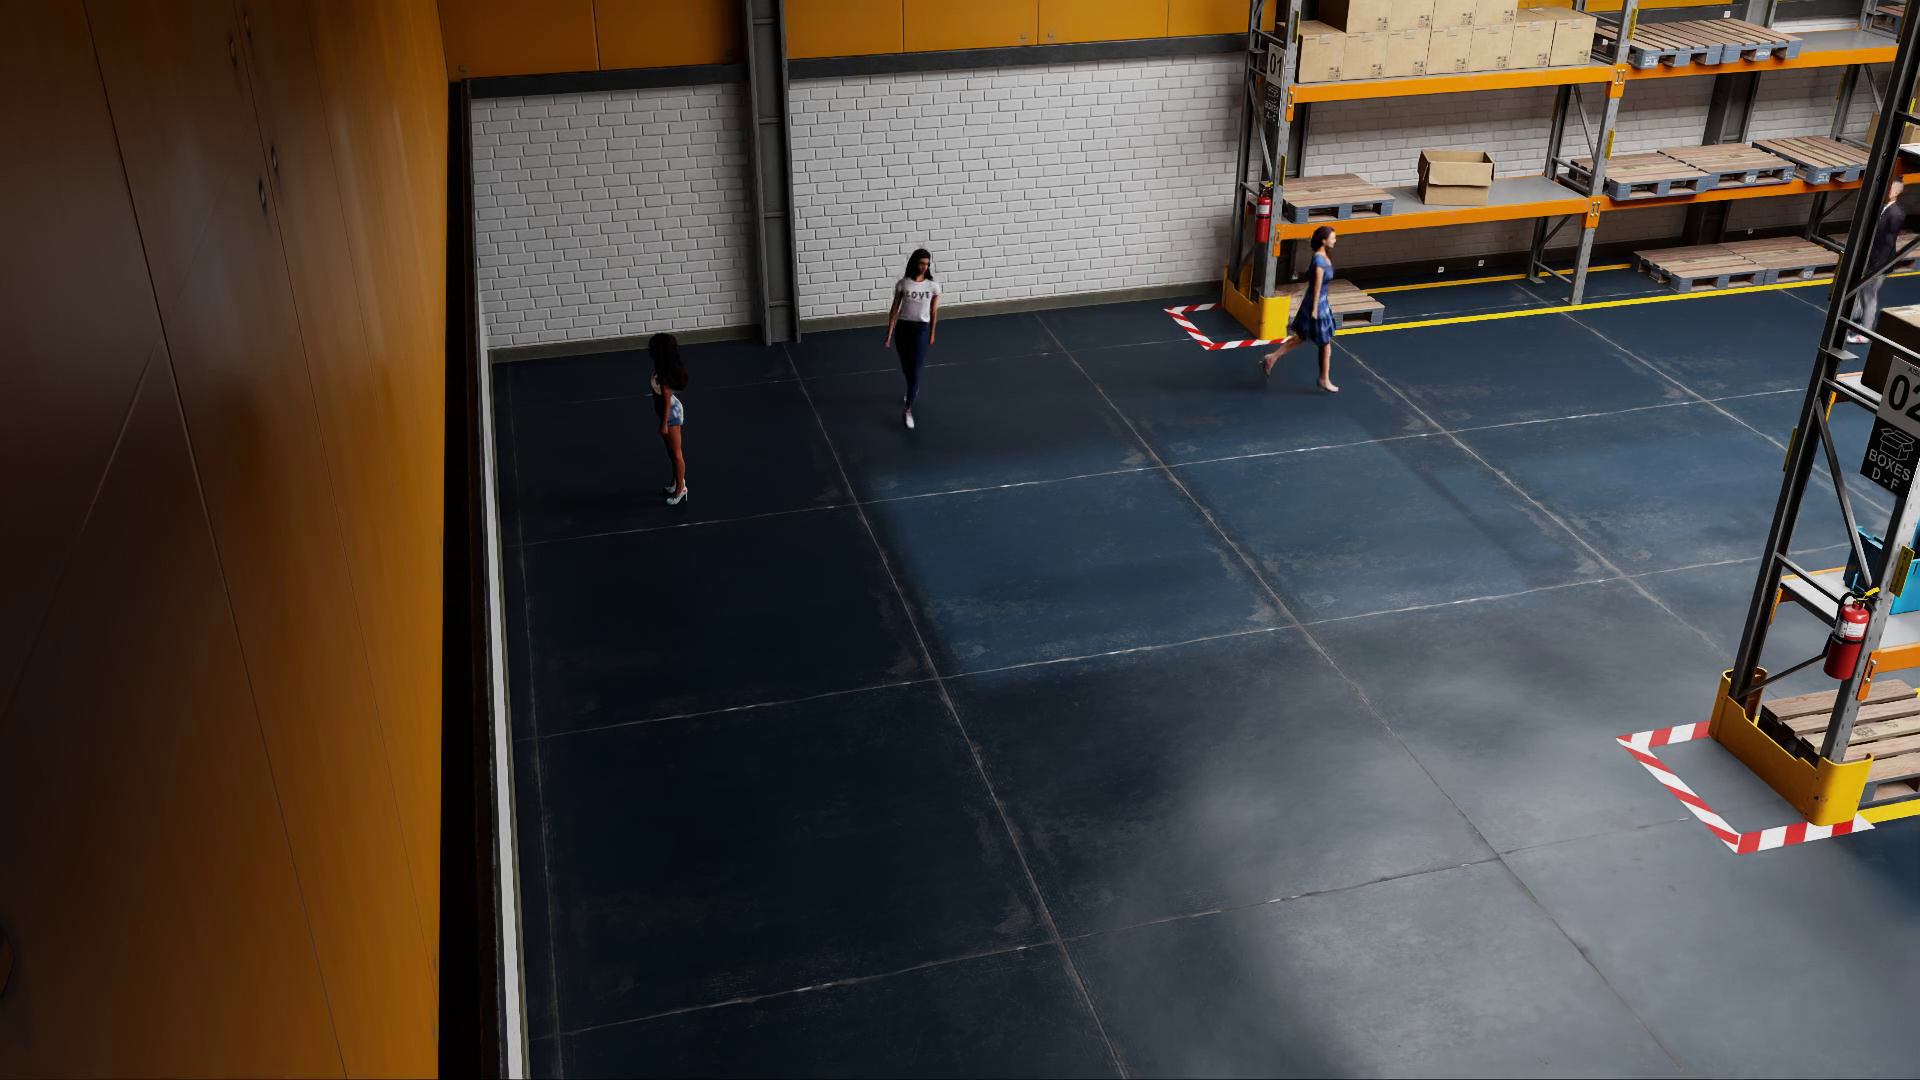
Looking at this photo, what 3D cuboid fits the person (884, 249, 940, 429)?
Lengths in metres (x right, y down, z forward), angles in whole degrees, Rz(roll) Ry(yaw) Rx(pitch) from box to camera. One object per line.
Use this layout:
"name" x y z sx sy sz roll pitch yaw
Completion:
"person" -0.474 -2.063 16.593 1.170 1.727 1.006 4 29 7

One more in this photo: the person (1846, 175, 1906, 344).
"person" 10.135 -3.080 18.230 0.746 1.944 0.794 0 29 0

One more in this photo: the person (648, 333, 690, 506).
"person" -2.611 -1.099 14.930 0.547 1.627 0.554 -6 29 -11

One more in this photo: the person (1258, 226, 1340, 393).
"person" 3.565 -2.352 17.068 1.151 1.778 0.853 1 29 2
